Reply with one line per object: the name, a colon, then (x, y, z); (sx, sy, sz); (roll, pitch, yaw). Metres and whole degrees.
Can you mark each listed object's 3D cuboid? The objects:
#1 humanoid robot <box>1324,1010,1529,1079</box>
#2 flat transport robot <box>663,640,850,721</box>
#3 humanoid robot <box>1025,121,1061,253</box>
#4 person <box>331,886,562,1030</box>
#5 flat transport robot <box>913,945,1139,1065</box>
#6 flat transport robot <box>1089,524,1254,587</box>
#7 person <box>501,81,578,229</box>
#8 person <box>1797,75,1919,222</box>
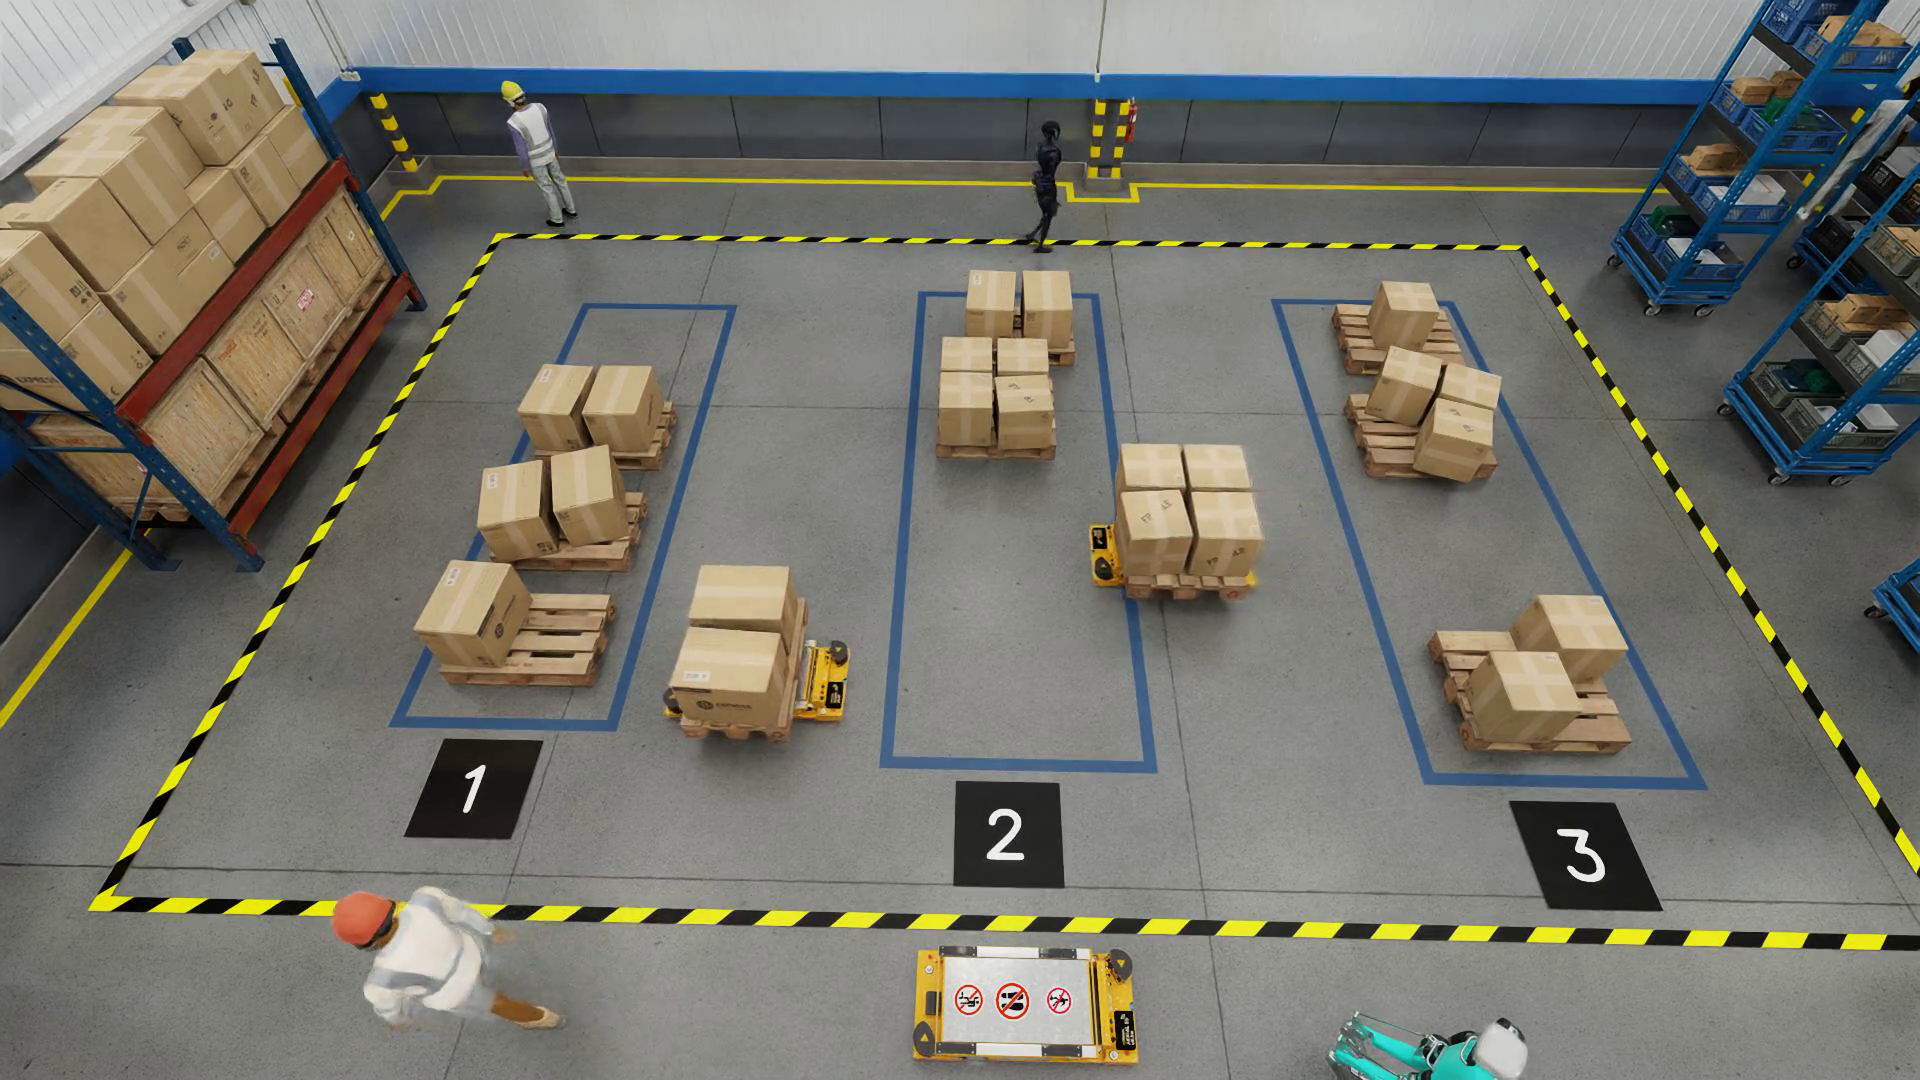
humanoid robot: (2.452, 2.858, 5.125); (0.533, 1.673, 0.735); (-37, 60, -26)
flat transport robot: (-1.654, 1.138, 7.540); (1.431, 0.197, 0.652); (1, 51, 1)
humanoid robot: (1.044, -4.210, 11.006); (0.361, 1.644, 0.599); (-6, 51, -5)
person: (-3.078, 2.504, 5.335); (1.000, 1.993, 0.619); (2, 51, 2)
flat transport robot: (0.422, 3.041, 6.007); (1.431, 0.231, 0.659); (1, 51, 1)
flat transport robot: (1.926, 0.110, 8.378); (1.431, 0.197, 0.652); (1, 51, 1)
person: (-5.222, -4.753, 11.357); (0.403, 1.824, 0.588); (22, 54, 17)
person: (11.277, -4.822, 11.391); (0.509, 1.860, 0.319); (27, 56, 20)
